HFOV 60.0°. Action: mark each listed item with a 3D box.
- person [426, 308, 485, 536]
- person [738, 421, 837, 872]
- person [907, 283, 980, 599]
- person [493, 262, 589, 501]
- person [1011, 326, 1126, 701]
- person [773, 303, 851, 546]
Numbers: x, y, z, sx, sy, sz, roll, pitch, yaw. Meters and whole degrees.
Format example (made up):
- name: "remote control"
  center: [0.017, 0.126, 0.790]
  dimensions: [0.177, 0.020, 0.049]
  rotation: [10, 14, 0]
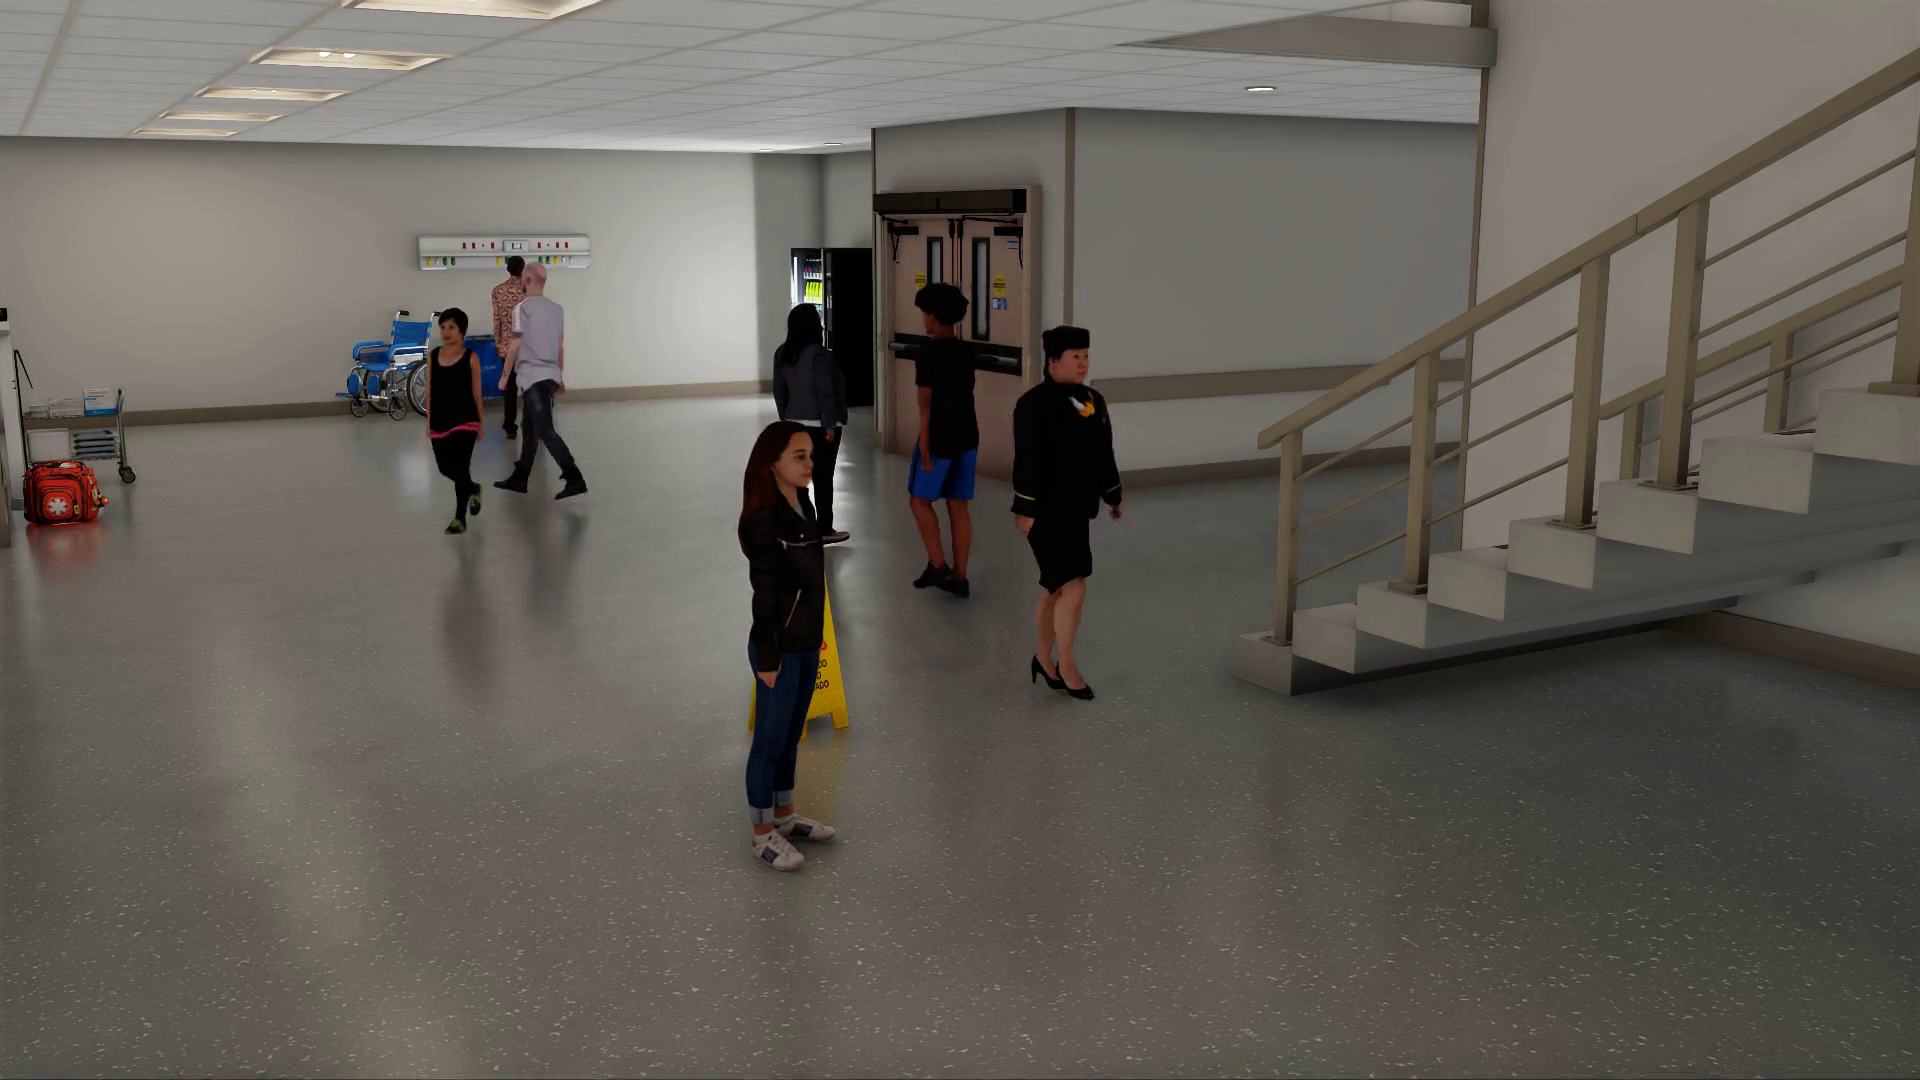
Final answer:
- name: "person"
  center: [-3.483, -0.825, 11.541]
  dimensions: [0.912, 1.530, 1.007]
  rotation: [2, 11, 10]
- name: "person"
  center: [-0.592, 0.332, 5.574]
  dimensions: [0.684, 1.483, 0.632]
  rotation: [3, 11, 17]
- name: "person"
  center: [-0.016, -0.545, 9.394]
  dimensions: [0.621, 1.782, 0.599]
  rotation: [-7, 13, -34]
- name: "person"
  center: [-3.156, -1.174, 12.678]
  dimensions: [1.282, 1.793, 1.147]
  rotation: [4, 12, 22]
- name: "person"
  center: [0.404, -0.126, 7.521]
  dimensions: [0.823, 1.657, 0.799]
  rotation: [9, 14, 41]
- name: "person"
  center: [-0.995, -0.778, 11.118]
  dimensions: [0.707, 1.597, 0.817]
  rotation: [9, 14, 39]
